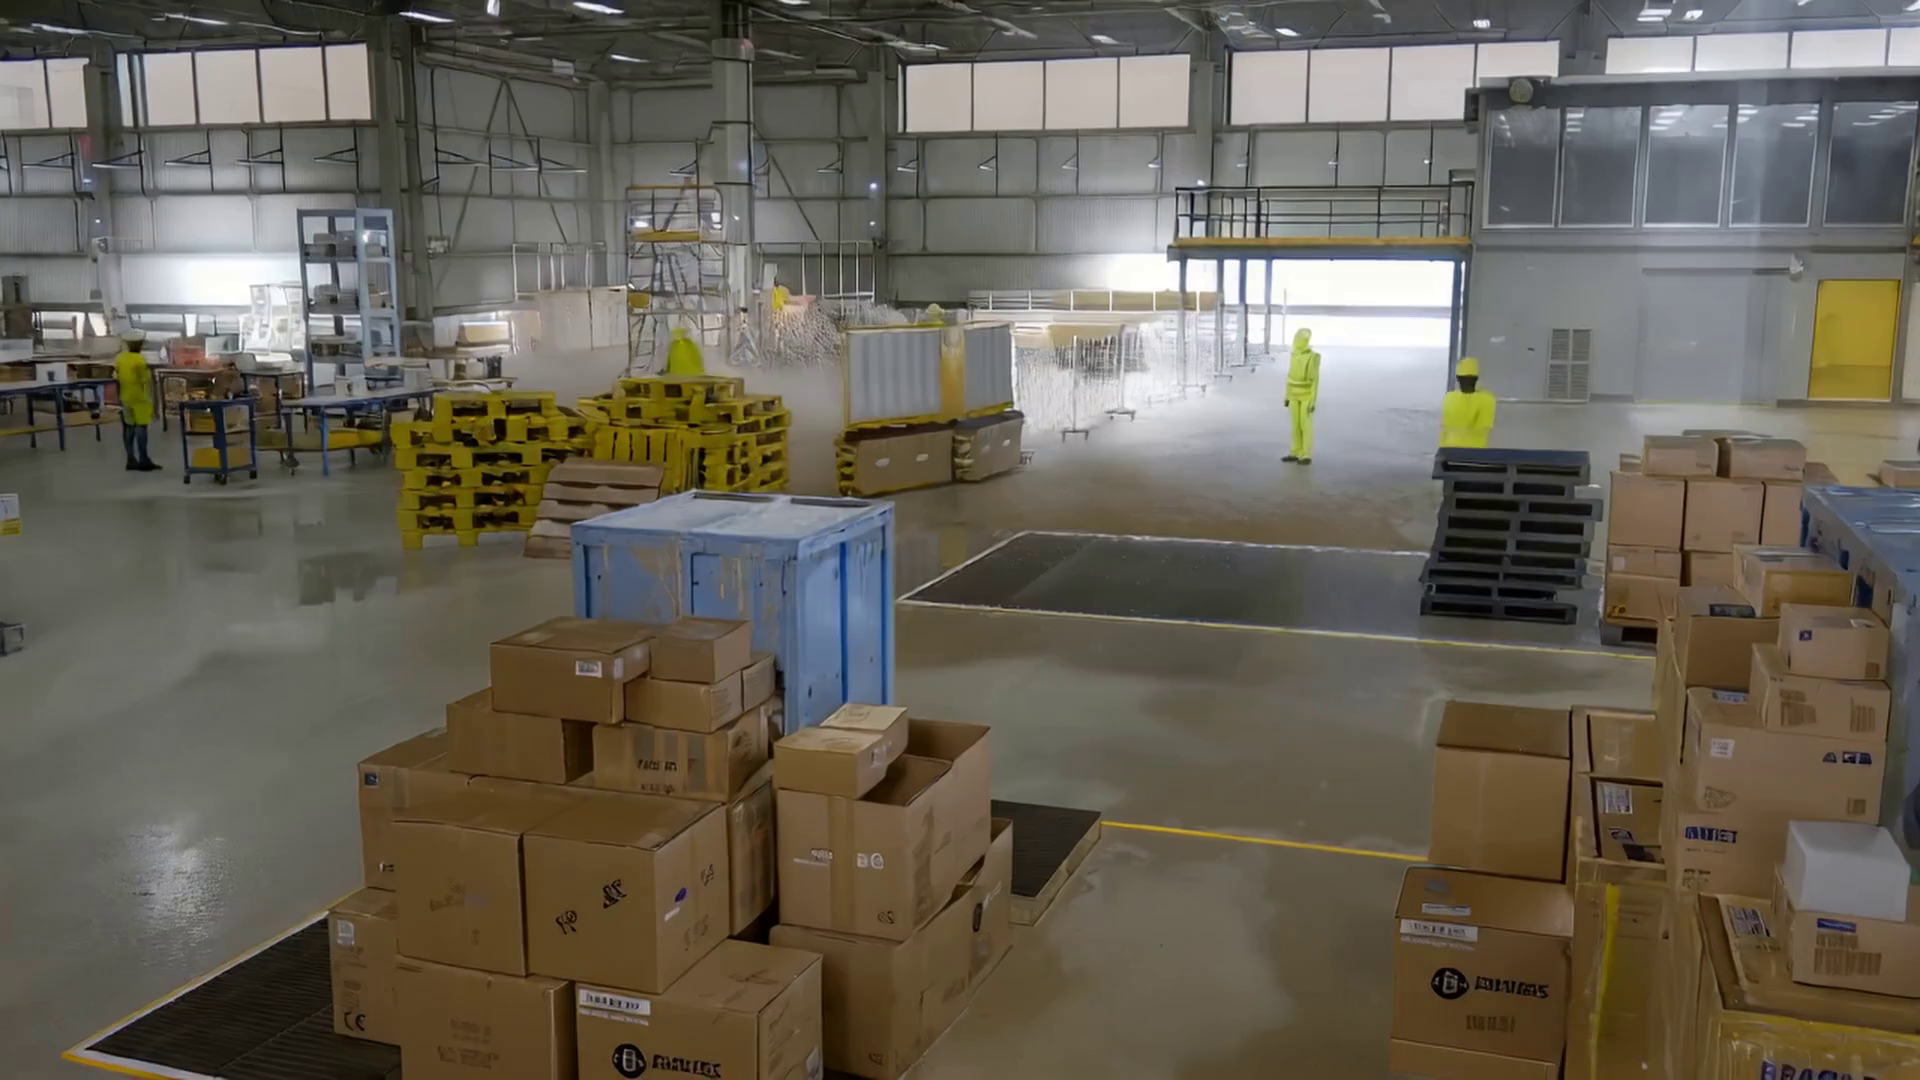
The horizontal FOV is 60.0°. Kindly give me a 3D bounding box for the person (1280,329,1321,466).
[{"bbox_3d":[4.694,-1.958,22.900,0.355,1.887,0.573,-6,12,-31],"label":"person"}]

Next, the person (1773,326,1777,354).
[{"bbox_3d":[18.676,-4.507,37.990,0.507,1.607,0.681,-3,11,-17],"label":"person"}]

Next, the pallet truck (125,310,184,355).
[{"bbox_3d":[-22.038,-5.665,45.457,0.704,1.261,1.522,3,11,17],"label":"pallet truck"}]

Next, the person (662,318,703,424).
[{"bbox_3d":[-4.199,-2.380,25.155,0.615,1.942,1.043,8,13,38],"label":"person"}]

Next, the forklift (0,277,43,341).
[{"bbox_3d":[-27.151,-6.329,46.328,1.157,1.987,2.680,3,11,17],"label":"forklift"}]

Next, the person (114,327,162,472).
[{"bbox_3d":[-11.068,-1.889,22.374,0.550,1.933,0.373,4,11,24],"label":"person"}]

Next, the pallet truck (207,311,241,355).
[{"bbox_3d":[-19.537,-5.575,44.913,0.653,1.274,1.630,3,11,19],"label":"pallet truck"}]

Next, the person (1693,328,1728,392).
[{"bbox_3d":[14.835,-3.687,32.658,0.863,1.876,0.640,5,11,24],"label":"person"}]

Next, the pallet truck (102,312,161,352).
[{"bbox_3d":[-23.057,-5.777,46.261,0.680,1.201,1.601,3,11,19],"label":"pallet truck"}]

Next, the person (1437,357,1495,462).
[{"bbox_3d":[5.261,-0.959,17.247,0.561,1.909,0.932,8,13,38],"label":"person"}]

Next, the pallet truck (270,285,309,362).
[{"bbox_3d":[-17.147,-5.700,43.663,0.823,1.965,1.885,3,11,17],"label":"pallet truck"}]

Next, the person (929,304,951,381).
[{"bbox_3d":[-0.461,-4.387,37.028,0.547,1.730,0.493,5,11,25],"label":"person"}]

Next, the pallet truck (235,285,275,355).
[{"bbox_3d":[-18.327,-5.835,44.421,0.823,1.965,1.885,4,11,23],"label":"pallet truck"}]
